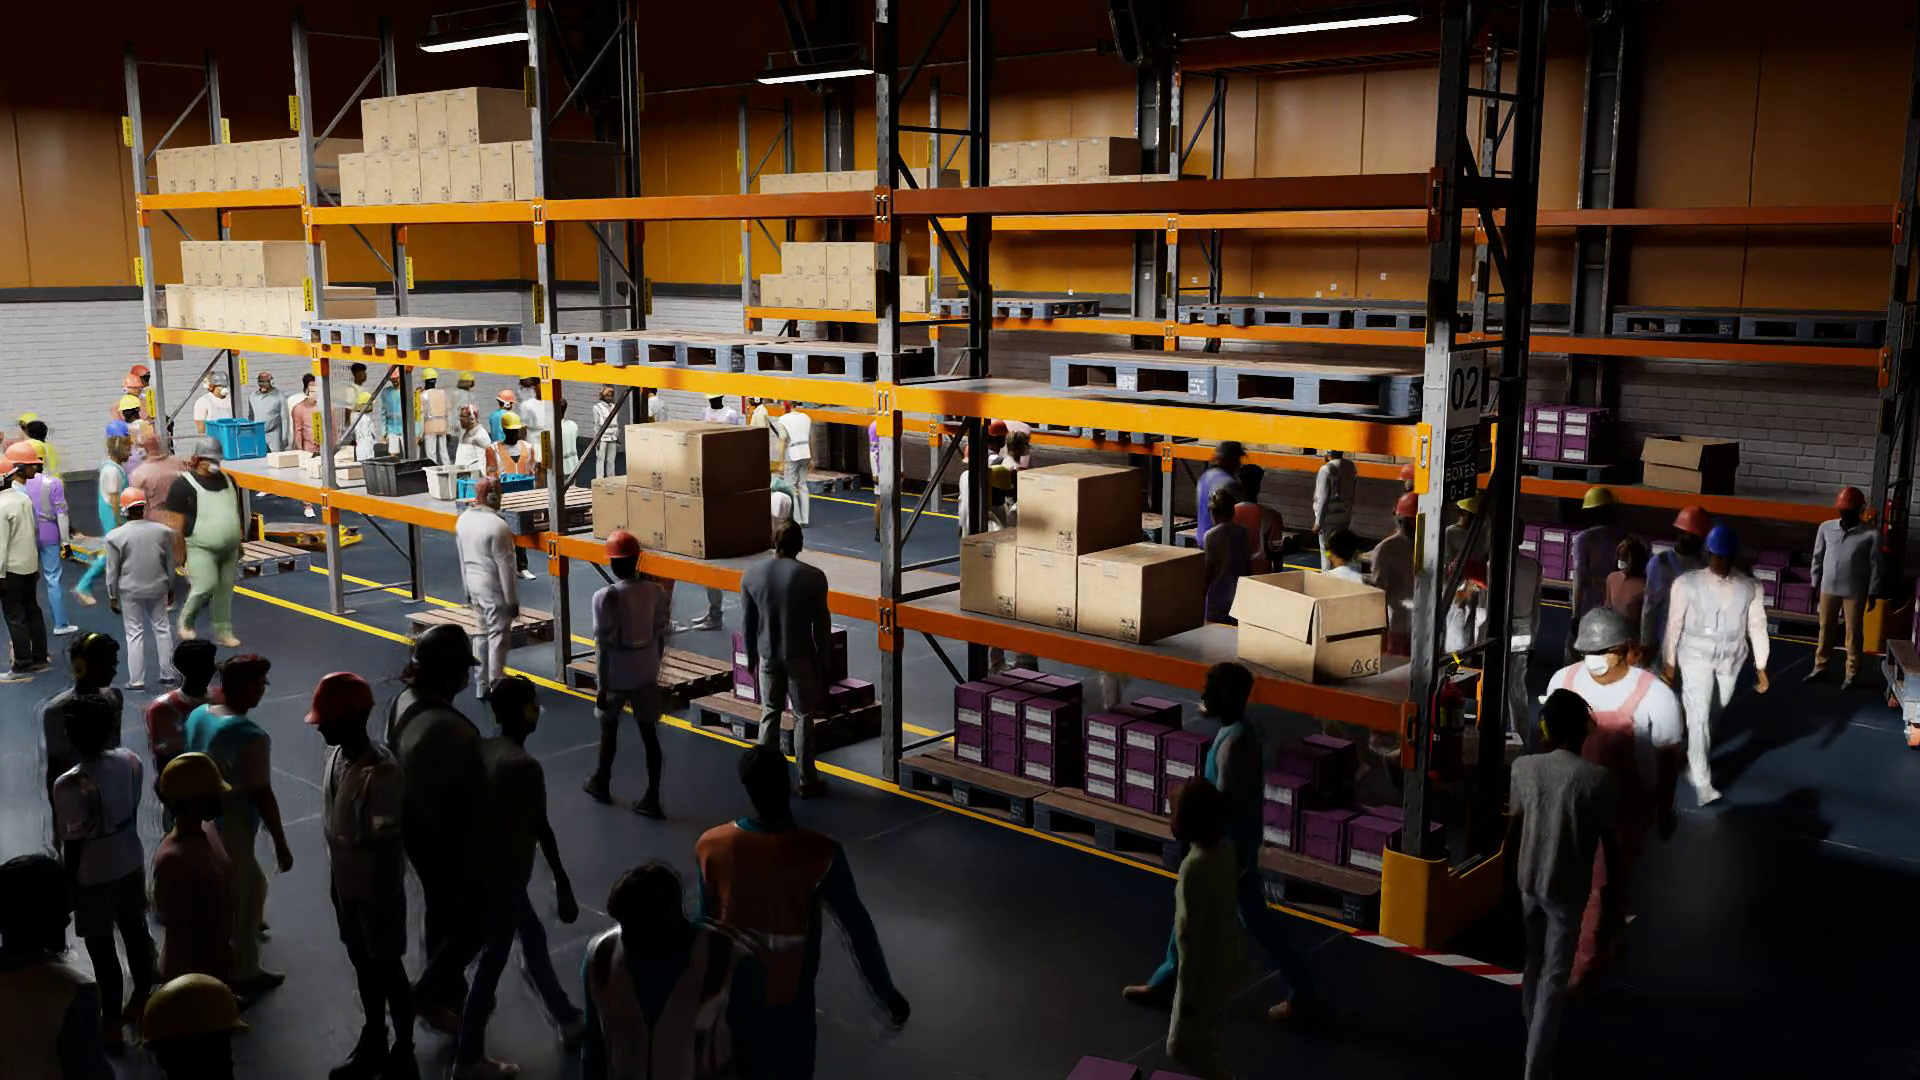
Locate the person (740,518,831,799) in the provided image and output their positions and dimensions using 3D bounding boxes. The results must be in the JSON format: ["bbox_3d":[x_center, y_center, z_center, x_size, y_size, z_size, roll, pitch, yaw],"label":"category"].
[{"bbox_3d":[-1.184,0.810,11.401,0.635,1.937,0.353,2,10,14],"label":"person"}]

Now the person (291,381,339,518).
[{"bbox_3d":[-8.992,-1.274,23.290,0.399,1.903,0.644,9,13,40],"label":"person"}]

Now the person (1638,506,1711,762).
[{"bbox_3d":[5.247,0.695,12.115,0.548,1.923,0.426,-3,10,-16],"label":"person"}]

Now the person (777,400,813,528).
[{"bbox_3d":[-2.207,-1.054,22.273,0.439,1.823,0.589,8,13,39],"label":"person"}]

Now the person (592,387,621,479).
[{"bbox_3d":[-5.416,-1.529,25.482,0.307,1.637,0.511,6,12,32],"label":"person"}]

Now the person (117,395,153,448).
[{"bbox_3d":[-10.360,-0.871,20.981,0.400,1.915,0.588,-1,10,-3],"label":"person"}]

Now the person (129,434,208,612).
[{"bbox_3d":[-8.121,-0.155,17.027,0.663,1.875,0.681,6,12,30],"label":"person"}]

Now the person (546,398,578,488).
[{"bbox_3d":[-4.944,-0.826,20.703,0.391,1.921,0.591,2,10,14],"label":"person"}]

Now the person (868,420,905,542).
[{"bbox_3d":[-0.906,-0.912,21.188,0.392,1.925,0.550,9,13,40],"label":"person"}]

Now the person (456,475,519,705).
[{"bbox_3d":[-3.854,0.413,13.749,0.651,1.907,0.408,9,13,41],"label":"person"}]

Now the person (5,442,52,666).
[{"bbox_3d":[-8.411,0.133,14.988,0.434,2.033,0.609,-7,12,-33],"label":"person"}]

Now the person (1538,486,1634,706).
[{"bbox_3d":[5.008,0.511,13.223,0.618,1.882,0.873,-3,11,-18],"label":"person"}]

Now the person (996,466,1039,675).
[{"bbox_3d":[0.526,0.283,14.557,0.355,1.880,0.575,3,11,17],"label":"person"}]

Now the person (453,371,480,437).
[{"bbox_3d":[-8.120,-1.924,27.456,0.380,1.727,0.498,5,11,26],"label":"person"}]

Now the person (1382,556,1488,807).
[{"bbox_3d":[3.243,0.947,11.250,0.555,1.712,0.617,9,14,43],"label":"person"}]

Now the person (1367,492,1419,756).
[{"bbox_3d":[3.310,0.619,12.357,0.621,1.985,0.408,-6,12,-30],"label":"person"}]

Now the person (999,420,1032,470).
[{"bbox_3d":[0.644,-0.813,20.608,0.370,1.932,0.626,-9,13,-41],"label":"person"}]

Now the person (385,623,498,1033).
[{"bbox_3d":[-2.437,1.371,7.940,0.538,2.000,0.702,-7,12,-35],"label":"person"}]

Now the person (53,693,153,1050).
[{"bbox_3d":[-4.056,1.556,7.867,0.318,1.697,0.535,1,10,8],"label":"person"}]

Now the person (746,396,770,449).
[{"bbox_3d":[-2.959,-1.387,24.384,0.355,1.737,0.578,-2,10,-9],"label":"person"}]

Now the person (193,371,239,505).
[{"bbox_3d":[-10.410,-1.384,23.515,0.535,2.000,0.681,7,12,36],"label":"person"}]

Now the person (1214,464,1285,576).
[{"bbox_3d":[2.432,0.330,14.032,0.613,1.965,0.361,4,11,23],"label":"person"}]

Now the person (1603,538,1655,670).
[{"bbox_3d":[4.982,0.790,12.407,0.277,1.627,0.503,-4,11,-22],"label":"person"}]

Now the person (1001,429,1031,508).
[{"bbox_3d":[0.538,-0.165,16.912,0.352,1.937,0.635,0,10,1],"label":"person"}]

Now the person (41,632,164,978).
[{"bbox_3d":[-4.533,1.375,8.602,0.987,1.823,0.579,5,11,25],"label":"person"}]

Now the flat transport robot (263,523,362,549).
[{"bbox_3d":[-8.395,-0.061,21.039,1.431,0.197,0.652,2,10,11],"label":"flat transport robot"}]

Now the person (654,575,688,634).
[{"bbox_3d":[-2.895,-0.025,16.227,0.408,1.907,0.598,-6,12,-32],"label":"person"}]

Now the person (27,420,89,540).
[{"bbox_3d":[-11.101,-0.635,20.332,0.755,1.670,0.539,-2,10,-10],"label":"person"}]

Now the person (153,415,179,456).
[{"bbox_3d":[-9.864,-0.720,20.735,0.318,1.697,0.535,-6,12,-30],"label":"person"}]

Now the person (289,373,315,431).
[{"bbox_3d":[-9.671,-1.529,24.761,0.596,1.901,0.463,0,10,2],"label":"person"}]

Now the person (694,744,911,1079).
[{"bbox_3d":[-0.608,1.728,6.377,0.821,1.884,0.681,3,11,19],"label":"person"}]

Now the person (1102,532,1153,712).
[{"bbox_3d":[1.236,0.570,12.953,0.607,1.868,0.450,-4,11,-22],"label":"person"}]

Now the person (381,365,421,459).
[{"bbox_3d":[-8.415,-1.642,25.012,0.614,2.034,0.405,2,10,13],"label":"person"}]

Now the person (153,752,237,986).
[{"bbox_3d":[-3.070,1.717,6.763,0.312,1.769,0.525,-2,10,-10],"label":"person"}]
